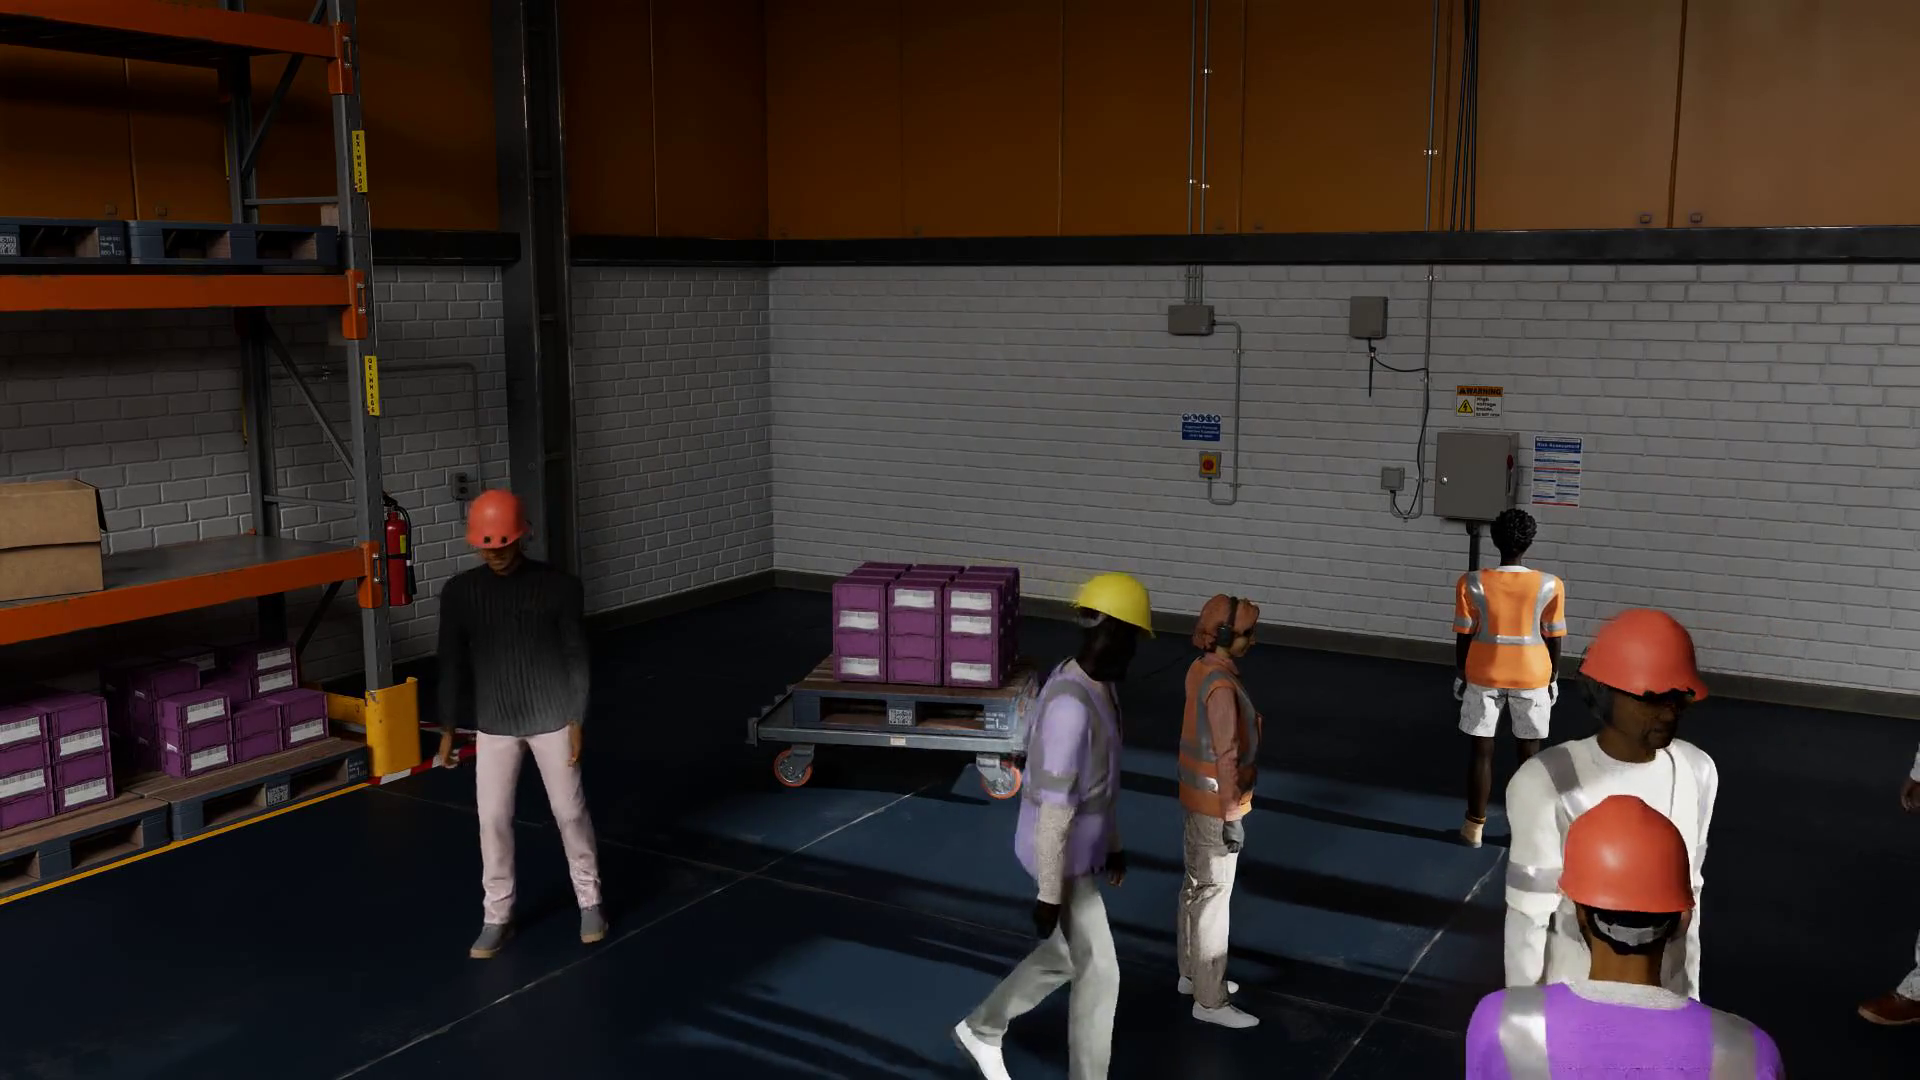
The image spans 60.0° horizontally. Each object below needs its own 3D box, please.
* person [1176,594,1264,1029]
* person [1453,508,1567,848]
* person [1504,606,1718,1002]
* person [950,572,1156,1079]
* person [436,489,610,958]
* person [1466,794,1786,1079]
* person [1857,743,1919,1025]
[{"bbox_3d":[0.978,1.015,6.337,0.310,1.640,0.514,0,9,-3],"label":"person"},{"bbox_3d":[2.689,0.690,8.184,0.532,1.697,0.319,2,9,15],"label":"person"},{"bbox_3d":[1.640,1.162,4.165,0.614,2.041,0.386,-4,10,-22],"label":"person"},{"bbox_3d":[0.297,1.030,5.521,0.712,1.872,0.609,2,9,10],"label":"person"},{"bbox_3d":[-1.827,0.753,6.940,0.717,1.969,0.544,0,9,1],"label":"person"},{"bbox_3d":[1.177,1.423,3.036,0.550,1.901,0.996,2,9,14],"label":"person"},{"bbox_3d":[3.934,0.932,6.227,0.930,1.847,0.586,0,9,-2],"label":"person"}]
